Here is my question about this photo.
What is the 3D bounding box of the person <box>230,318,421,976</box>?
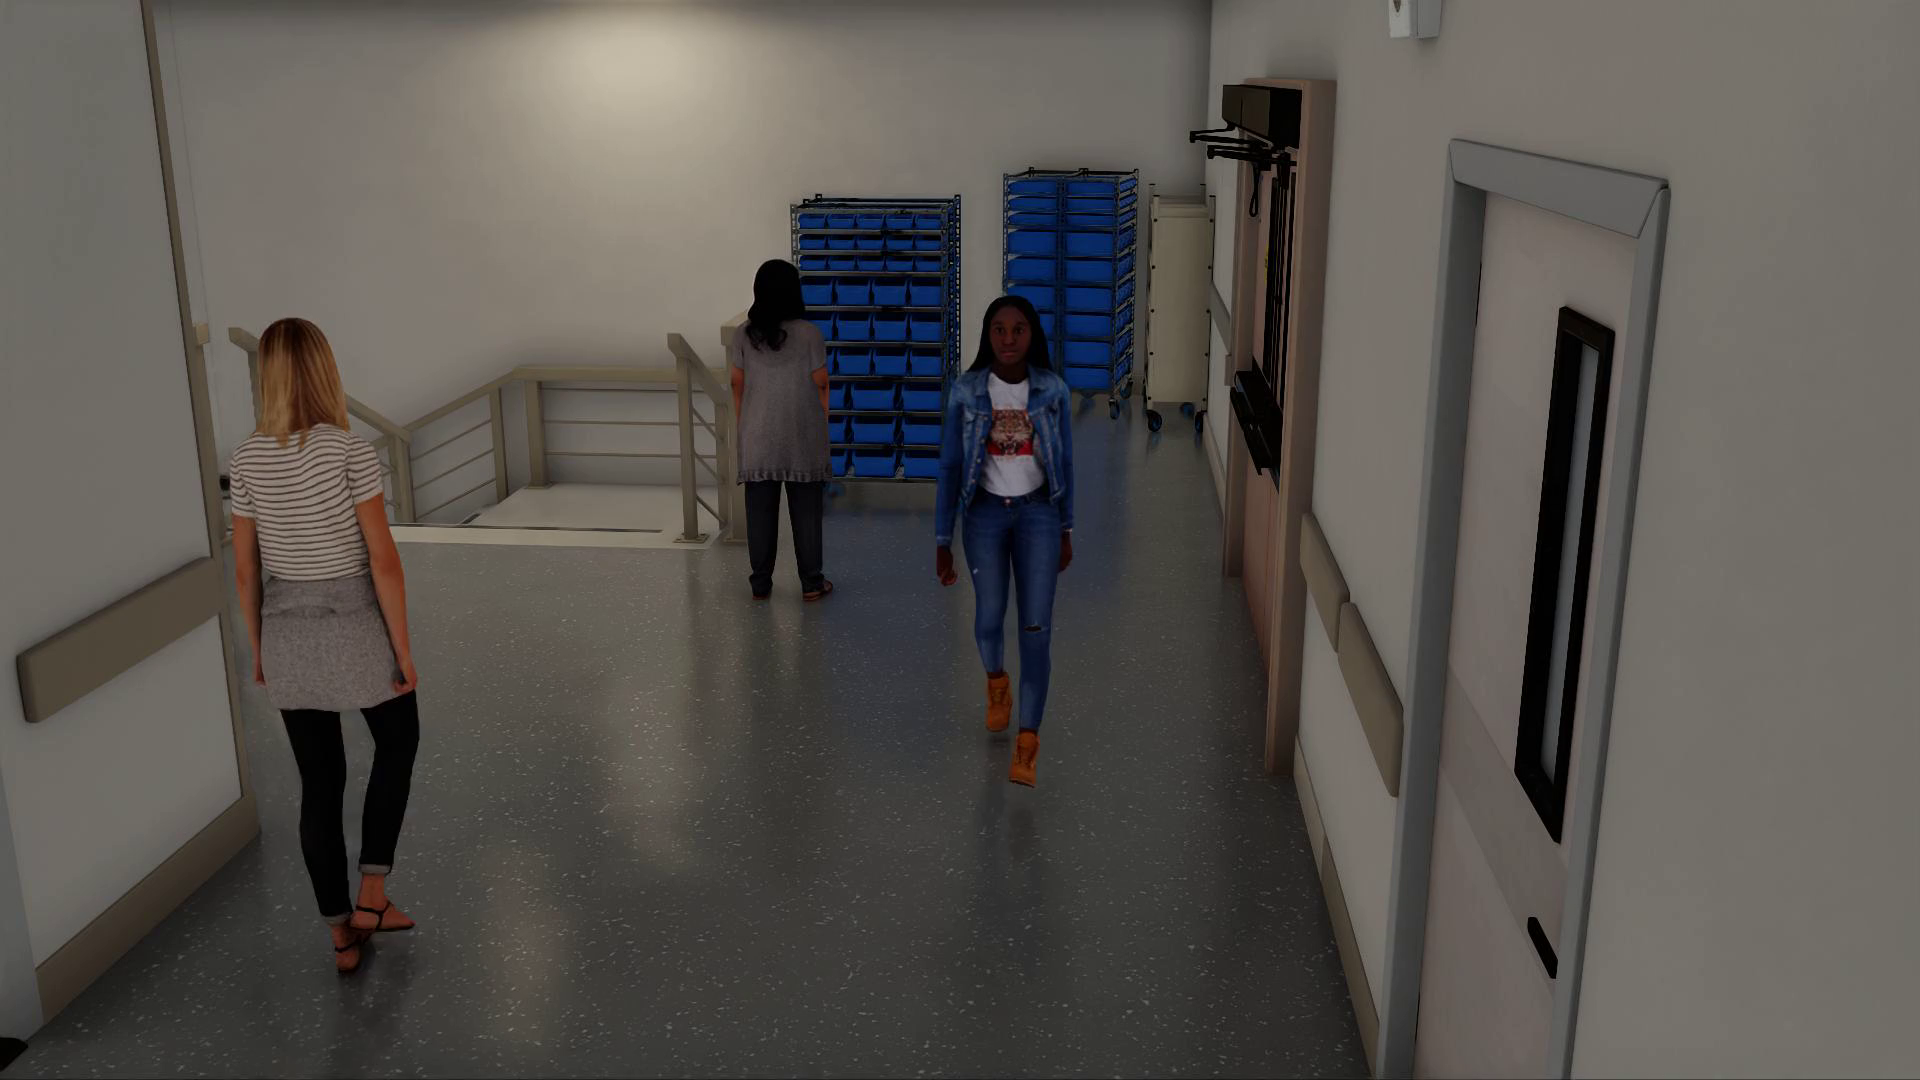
[{"bbox_3d":[-1.712,0.338,4.443,0.651,1.815,0.620,0,16,0],"label":"person"}]

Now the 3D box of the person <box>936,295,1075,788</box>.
[{"bbox_3d":[0.170,-0.018,5.988,0.670,1.663,1.184,1,16,3],"label":"person"}]

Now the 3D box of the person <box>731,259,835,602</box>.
[{"bbox_3d":[-0.840,-0.513,7.840,0.615,1.611,0.633,2,16,6],"label":"person"}]
